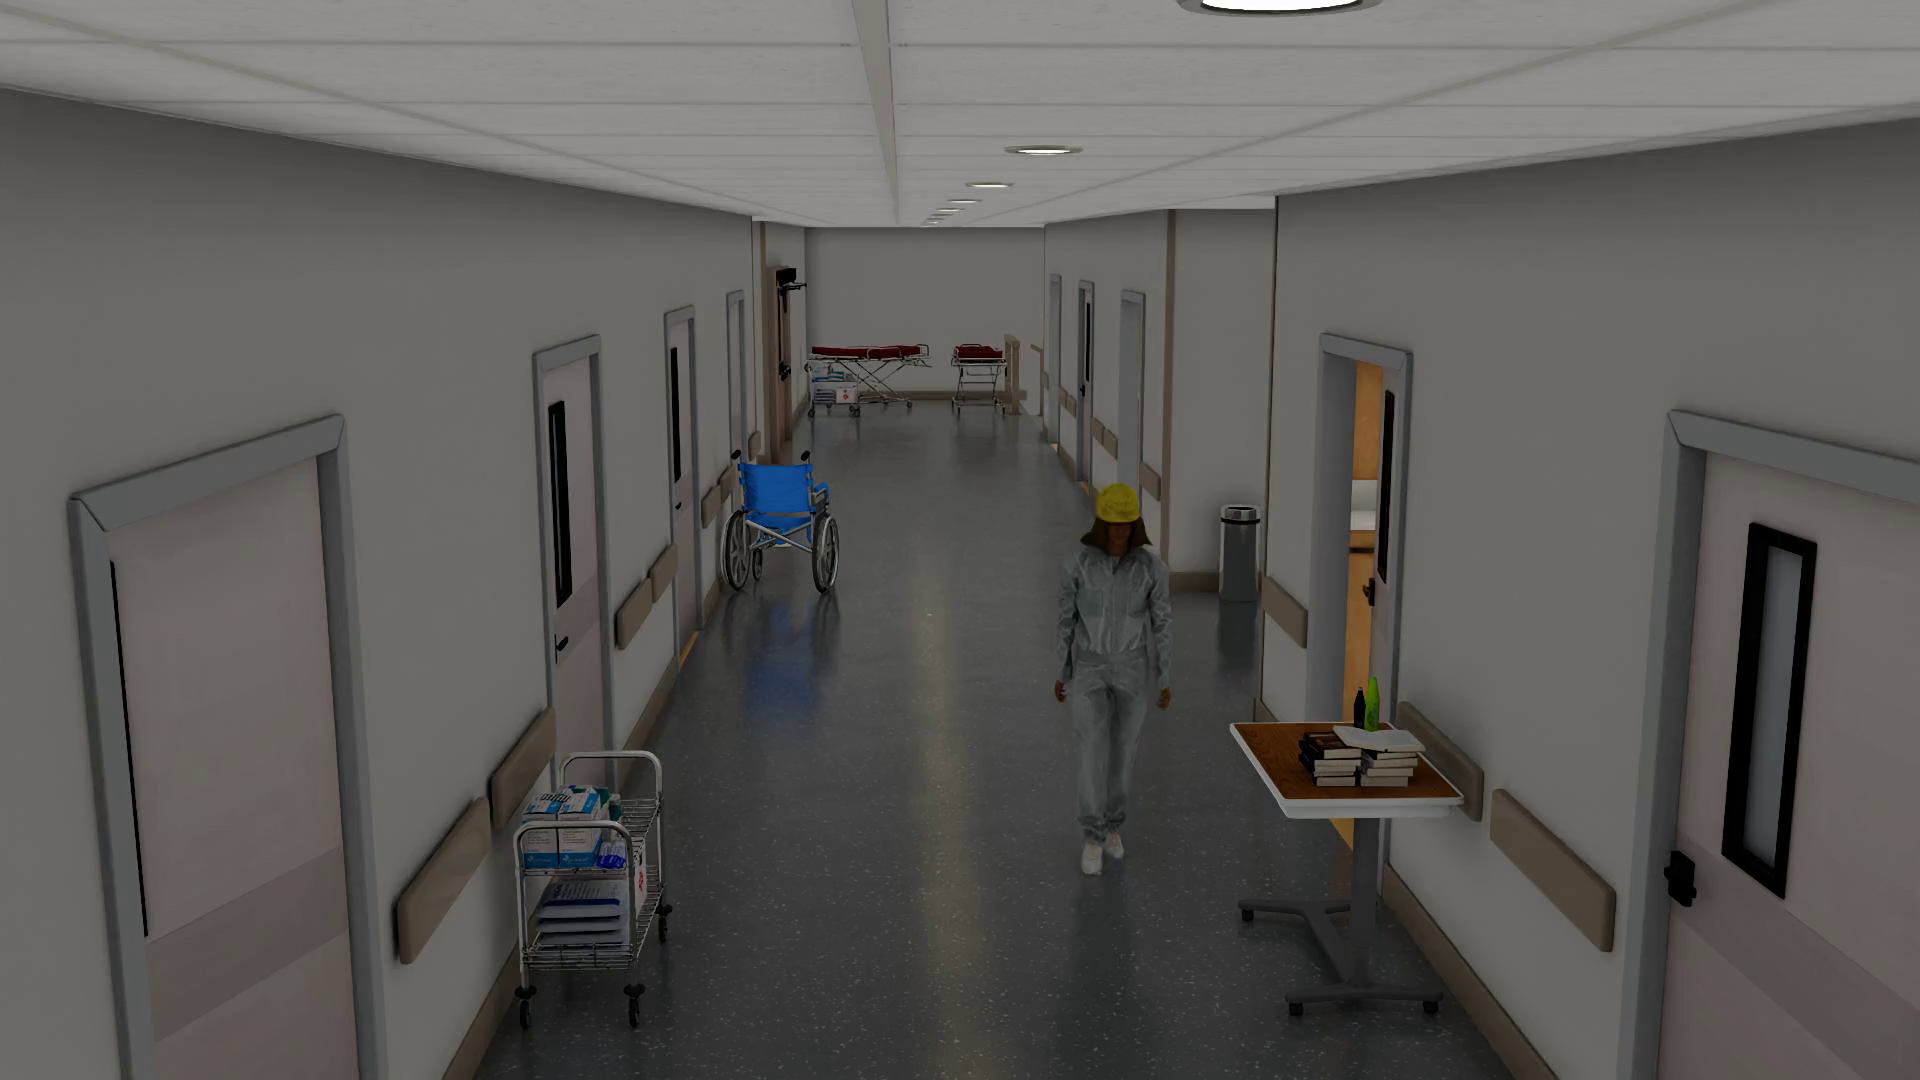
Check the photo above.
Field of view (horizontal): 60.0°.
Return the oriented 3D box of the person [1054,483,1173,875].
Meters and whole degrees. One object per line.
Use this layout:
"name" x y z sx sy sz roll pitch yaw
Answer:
"person" 0.686 0.610 7.316 0.513 1.719 0.621 -1 10 -4
